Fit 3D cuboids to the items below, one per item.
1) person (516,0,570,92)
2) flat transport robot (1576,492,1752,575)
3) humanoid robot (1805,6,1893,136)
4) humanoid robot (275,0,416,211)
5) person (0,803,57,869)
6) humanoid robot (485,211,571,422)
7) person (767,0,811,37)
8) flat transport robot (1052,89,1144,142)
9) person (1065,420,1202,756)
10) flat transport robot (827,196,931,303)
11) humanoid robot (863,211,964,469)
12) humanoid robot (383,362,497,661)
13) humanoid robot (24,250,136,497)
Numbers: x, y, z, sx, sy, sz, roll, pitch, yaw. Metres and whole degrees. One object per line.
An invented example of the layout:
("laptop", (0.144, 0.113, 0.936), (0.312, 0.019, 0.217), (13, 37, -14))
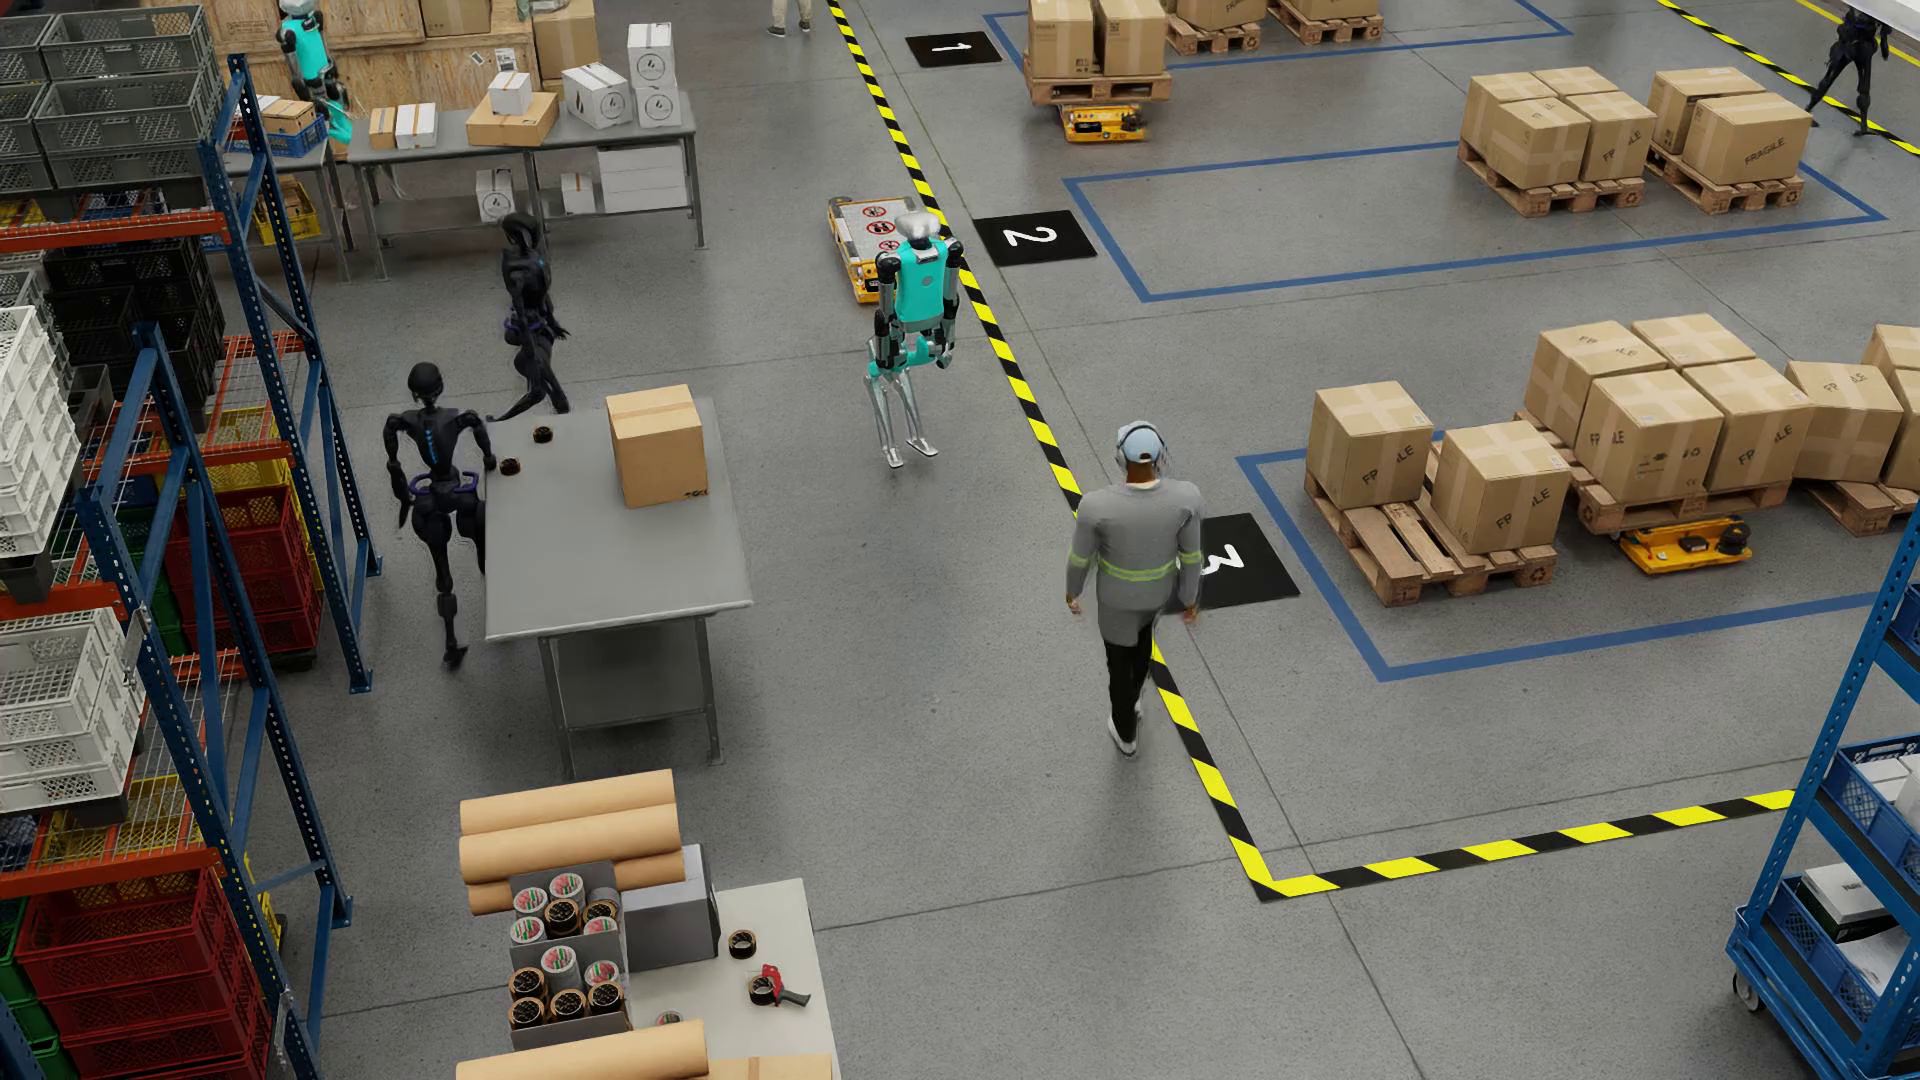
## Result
("person", (-3.490, -4.446, 14.134), (0.411, 1.939, 0.606), (23, 42, 28))
("flat transport robot", (4.050, -0.326, 9.968), (0.652, 0.197, 1.431), (-8, 37, -10))
("humanoid robot", (7.654, -4.226, 14.080), (0.595, 1.621, 0.759), (-15, 39, -19))
("humanoid robot", (-4.595, -3.279, 12.742), (0.961, 1.769, 0.532), (6, 37, 8))
("person", (-4.252, 0.837, 7.130), (0.631, 1.816, 0.553), (28, 45, 32))
("humanoid robot", (-2.634, -1.223, 10.057), (0.727, 1.644, 0.606), (1, 37, 1))
("person", (-1.680, -5.757, 16.032), (0.565, 1.769, 0.396), (-19, 41, -24))
("flat transport robot", (1.200, -3.927, 14.809), (0.652, 0.197, 1.431), (-3, 37, -3))
("person", (0.798, 0.182, 7.994), (0.622, 1.829, 0.670), (-7, 37, -9))
("flat transport robot", (-0.570, -2.220, 12.538), (0.659, 0.231, 1.431), (-8, 37, -10))
("humanoid robot", (-0.349, -1.255, 9.895), (0.533, 1.681, 0.735), (-18, 40, -23))
("humanoid robot", (-2.661, -0.170, 8.652), (0.587, 1.649, 0.761), (-4, 37, -5))
("humanoid robot", (-5.119, -0.926, 9.508), (0.718, 1.722, 0.531), (16, 40, 21))
